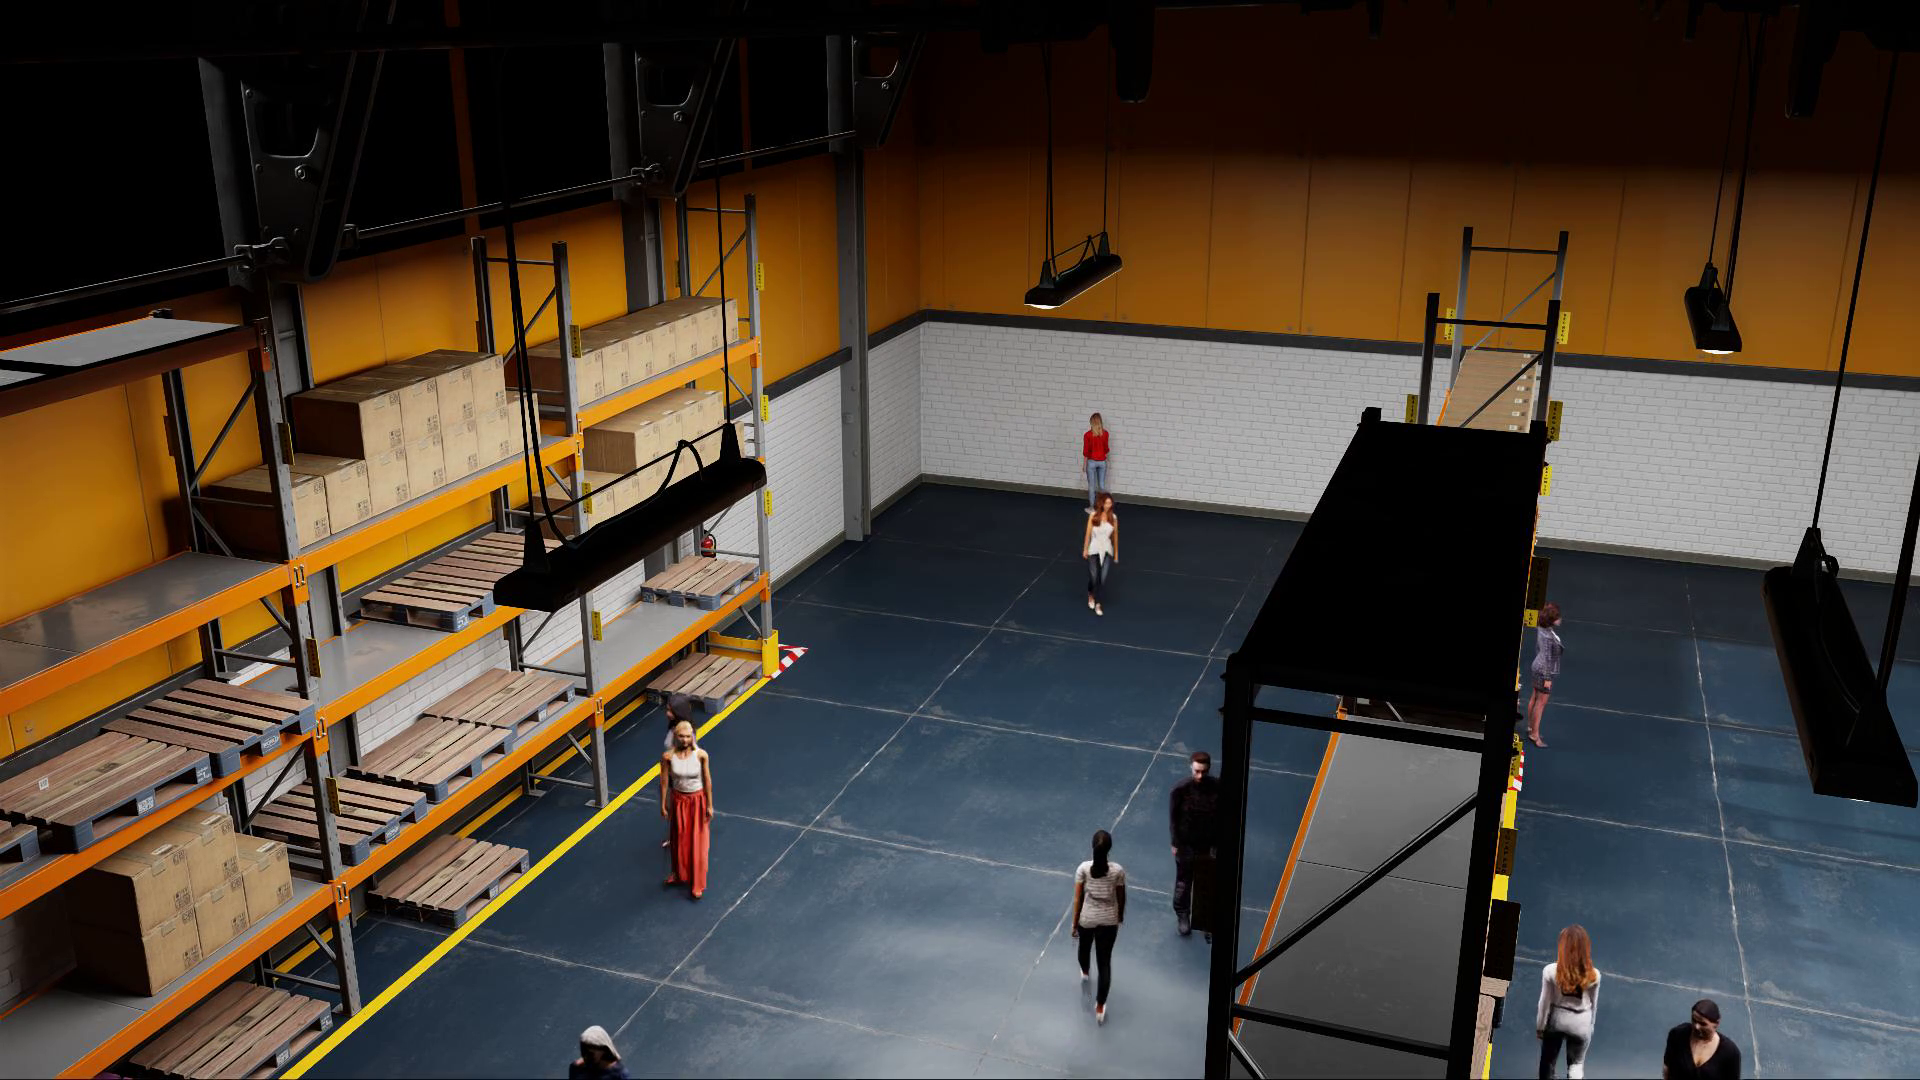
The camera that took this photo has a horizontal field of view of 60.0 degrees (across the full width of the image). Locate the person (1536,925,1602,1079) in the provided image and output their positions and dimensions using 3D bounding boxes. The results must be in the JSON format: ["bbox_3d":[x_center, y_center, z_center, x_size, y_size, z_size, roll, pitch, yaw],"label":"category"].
[{"bbox_3d":[4.559,3.718,12.430,0.678,1.748,0.936,2,19,7],"label":"person"}]

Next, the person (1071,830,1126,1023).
[{"bbox_3d":[1.163,3.270,13.988,0.797,1.603,1.097,1,19,3],"label":"person"}]

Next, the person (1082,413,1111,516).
[{"bbox_3d":[2.230,-1.254,27.262,0.683,1.704,0.713,-6,20,-17],"label":"person"}]

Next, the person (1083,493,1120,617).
[{"bbox_3d":[1.908,0.164,22.954,0.782,1.766,0.835,-4,19,-11],"label":"person"}]

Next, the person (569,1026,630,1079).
[{"bbox_3d":[-2.441,4.069,11.462,0.617,1.701,0.559,6,19,16],"label":"person"}]

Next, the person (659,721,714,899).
[{"bbox_3d":[-2.595,2.521,15.922,0.830,1.788,0.941,1,19,3],"label":"person"}]

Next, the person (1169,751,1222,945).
[{"bbox_3d":[2.162,2.722,15.171,0.860,1.885,0.897,0,19,0],"label":"person"}]

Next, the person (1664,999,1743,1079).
[{"bbox_3d":[5.221,3.956,11.744,0.747,1.735,0.773,11,21,29],"label":"person"}]

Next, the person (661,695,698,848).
[{"bbox_3d":[-2.743,2.328,16.626,0.721,1.704,0.703,-18,25,-42],"label":"person"}]

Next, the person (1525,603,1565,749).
[{"bbox_3d":[6.663,1.531,19.003,0.720,1.698,0.537,3,19,9],"label":"person"}]
